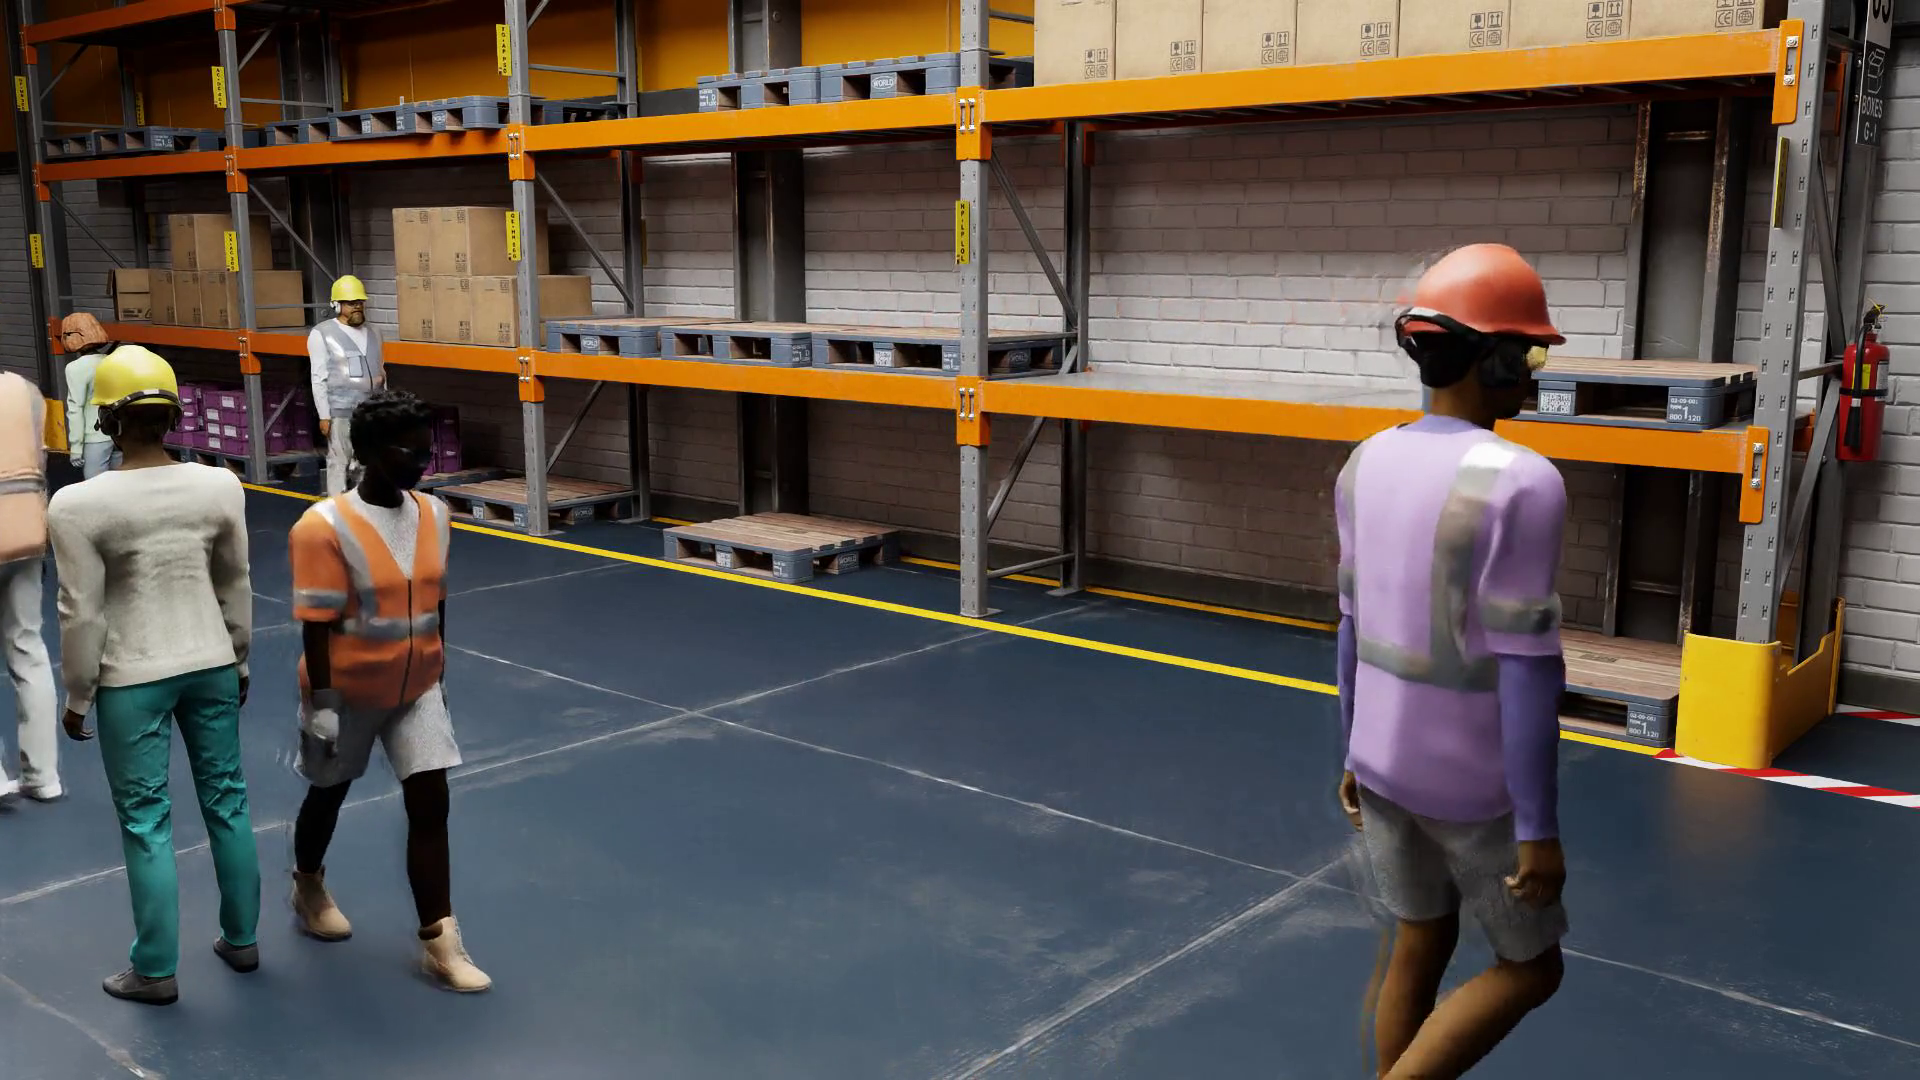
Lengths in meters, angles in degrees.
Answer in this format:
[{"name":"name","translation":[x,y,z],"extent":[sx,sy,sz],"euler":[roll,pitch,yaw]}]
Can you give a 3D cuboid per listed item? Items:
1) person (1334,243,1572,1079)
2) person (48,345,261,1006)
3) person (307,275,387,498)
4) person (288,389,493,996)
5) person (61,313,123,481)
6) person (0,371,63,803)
[{"name":"person","translation":[0.945,0.444,3.282],"extent":[0.499,2.029,0.641],"euler":[-4,11,-20]},{"name":"person","translation":[-2.159,0.365,4.488],"extent":[0.315,1.769,0.525],"euler":[7,12,36]},{"name":"person","translation":[-4.201,-0.910,11.551],"extent":[0.403,1.834,0.589],"euler":[6,12,33]},{"name":"person","translation":[-1.656,0.395,4.657],"extent":[0.863,1.655,0.533],"euler":[7,12,37]},{"name":"person","translation":[-5.388,-0.600,10.390],"extent":[0.288,1.626,0.497],"euler":[0,10,2]},{"name":"person","translation":[-3.539,0.030,6.050],"extent":[0.558,1.890,0.609],"euler":[4,11,21]}]
